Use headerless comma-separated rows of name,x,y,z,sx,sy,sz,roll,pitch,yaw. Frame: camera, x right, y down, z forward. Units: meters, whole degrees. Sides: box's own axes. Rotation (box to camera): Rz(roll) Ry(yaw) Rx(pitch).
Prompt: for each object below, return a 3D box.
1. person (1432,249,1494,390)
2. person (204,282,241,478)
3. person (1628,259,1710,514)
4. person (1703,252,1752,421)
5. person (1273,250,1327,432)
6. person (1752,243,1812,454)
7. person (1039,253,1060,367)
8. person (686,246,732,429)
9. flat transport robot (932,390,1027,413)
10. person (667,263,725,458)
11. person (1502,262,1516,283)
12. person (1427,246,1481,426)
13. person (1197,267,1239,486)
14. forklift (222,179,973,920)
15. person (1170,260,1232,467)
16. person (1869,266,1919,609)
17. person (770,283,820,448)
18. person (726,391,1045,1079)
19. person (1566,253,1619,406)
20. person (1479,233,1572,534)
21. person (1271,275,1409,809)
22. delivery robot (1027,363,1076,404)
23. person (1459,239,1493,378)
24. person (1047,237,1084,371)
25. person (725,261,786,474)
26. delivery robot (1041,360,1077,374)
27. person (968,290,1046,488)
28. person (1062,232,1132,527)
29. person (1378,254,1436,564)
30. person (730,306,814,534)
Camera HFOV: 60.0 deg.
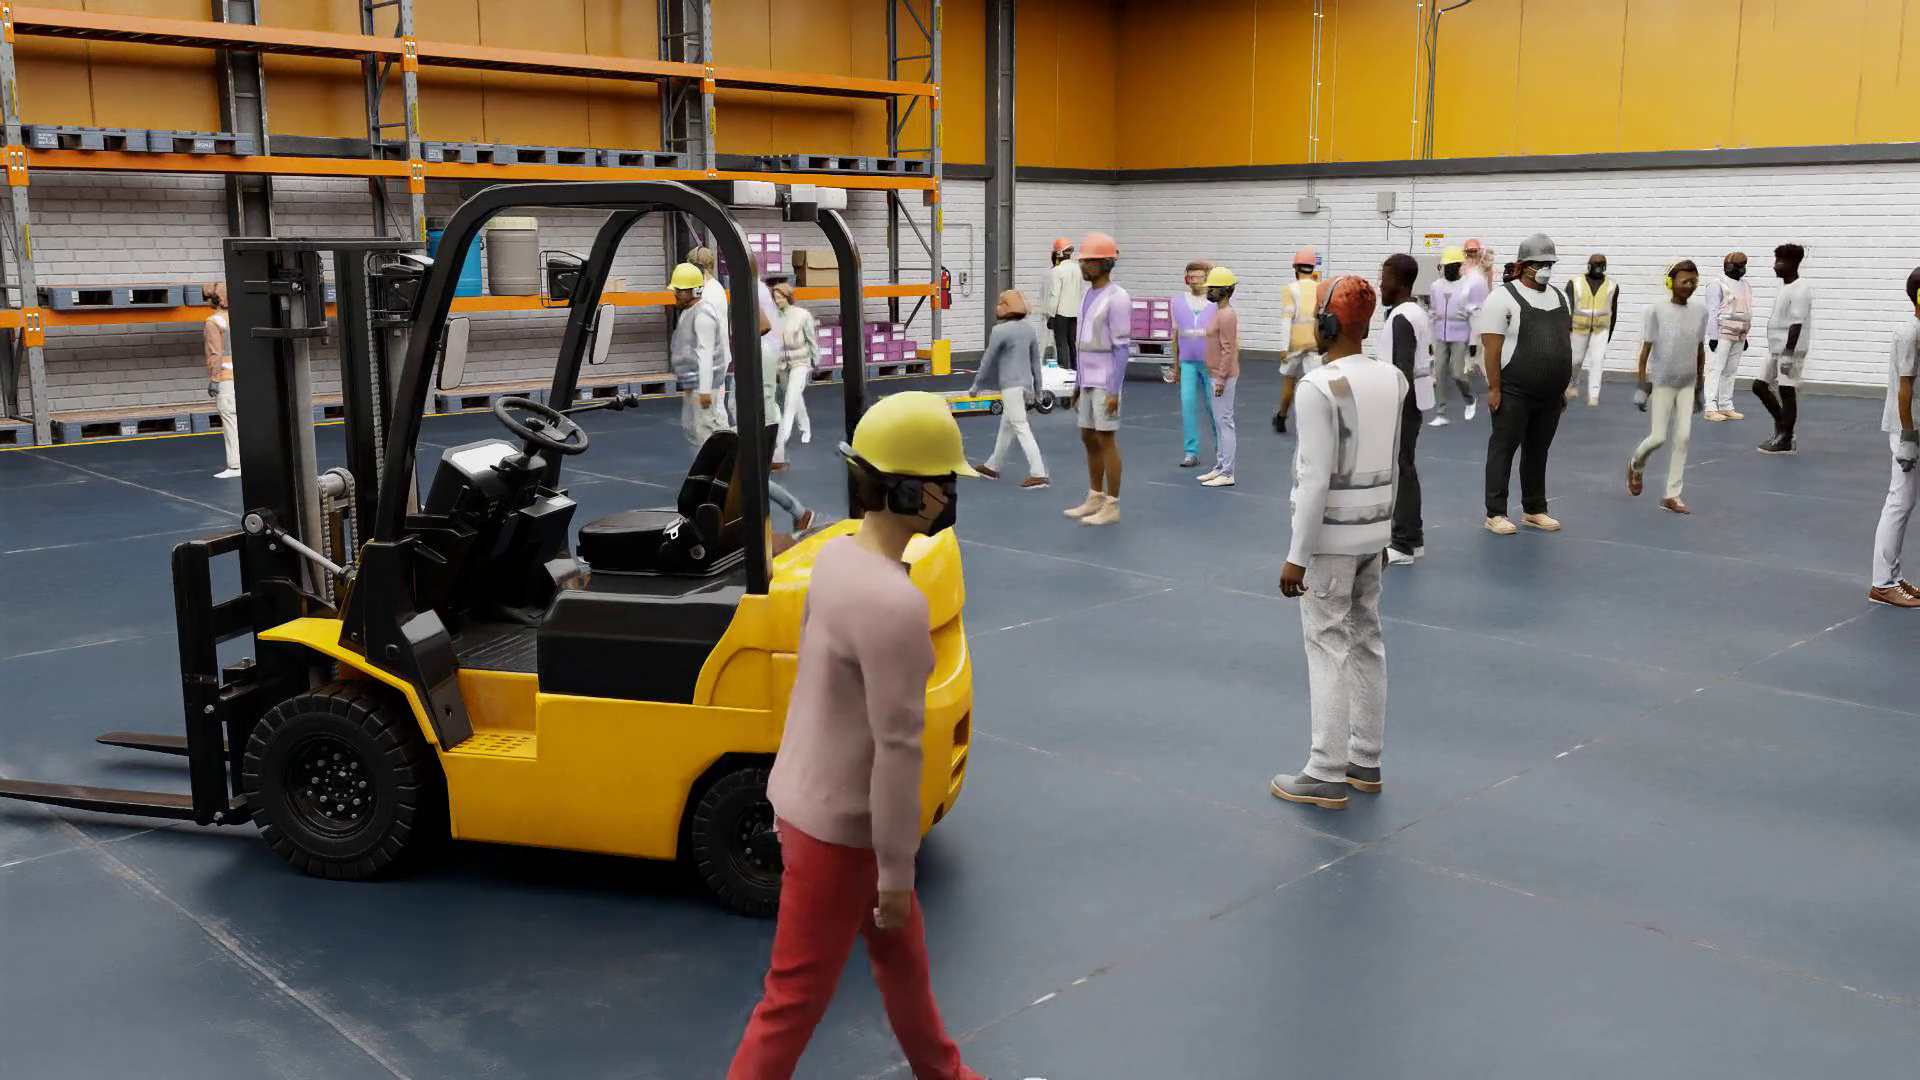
person,6.647,-2.839,21.586,1.066,1.848,0.675,4,11,21
person,-6.117,-1.333,13.908,0.315,1.640,0.515,1,10,6
person,5.243,-1.145,12.304,0.530,1.853,0.672,-1,10,-5
person,8.438,-2.229,18.248,0.626,1.843,0.429,-6,12,-30
person,3.451,-1.979,16.814,0.605,1.868,0.980,-3,11,-14
person,7.602,-1.759,15.366,0.424,1.951,0.644,2,11,9
person,1.298,-3.235,23.850,0.903,1.809,0.468,-10,14,-43
person,-2.034,-1.396,13.449,0.372,1.935,0.627,-2,11,-8
flat transport robot,-0.013,-1.562,18.891,1.431,0.197,0.652,-5,12,-27
person,-2.024,-1.219,12.816,0.446,1.809,0.619,-4,11,-21
person,6.662,-2.508,20.163,0.319,1.696,0.532,2,11,9
person,5.260,-2.164,17.699,0.546,1.912,0.593,-9,14,-42
person,2.100,-1.317,13.478,0.316,1.769,0.525,0,10,2
forklift,-1.114,-0.058,5.440,2.313,2.155,1.214,2,11,13
person,2.171,-1.574,14.761,0.624,1.810,0.829,5,11,25
person,5.241,-0.571,9.115,0.328,1.875,0.513,8,13,36
person,-1.605,-1.666,15.905,0.510,1.569,0.899,4,11,22
person,-0.149,0.559,3.398,0.884,1.711,0.533,-3,11,-16
person,7.576,-2.541,20.020,0.616,1.822,0.790,3,11,16
person,3.904,-1.061,11.331,0.683,2.000,0.538,-4,11,-22
person,1.351,0.011,5.913,0.584,1.882,0.339,-10,14,-43
delivery robot,1.068,-1.796,19.134,0.707,0.478,0.477,-6,12,-29
person,7.122,-3.247,23.458,0.621,1.965,0.877,0,10,2
person,1.375,-2.972,21.888,0.389,1.990,0.610,10,14,44
person,-1.784,-1.493,14.080,0.690,1.893,0.654,1,10,4
delivery robot,1.068,-1.887,19.633,0.707,0.478,0.477,-4,11,-23
person,0.412,-1.221,13.457,0.883,1.580,0.507,8,13,38
person,0.945,-1.108,11.606,0.389,2.033,0.612,-4,11,-21
person,2.738,-0.797,10.283,0.403,1.903,0.634,3,11,17
person,-1.247,-0.707,10.549,0.483,1.624,0.500,-5,11,-25
